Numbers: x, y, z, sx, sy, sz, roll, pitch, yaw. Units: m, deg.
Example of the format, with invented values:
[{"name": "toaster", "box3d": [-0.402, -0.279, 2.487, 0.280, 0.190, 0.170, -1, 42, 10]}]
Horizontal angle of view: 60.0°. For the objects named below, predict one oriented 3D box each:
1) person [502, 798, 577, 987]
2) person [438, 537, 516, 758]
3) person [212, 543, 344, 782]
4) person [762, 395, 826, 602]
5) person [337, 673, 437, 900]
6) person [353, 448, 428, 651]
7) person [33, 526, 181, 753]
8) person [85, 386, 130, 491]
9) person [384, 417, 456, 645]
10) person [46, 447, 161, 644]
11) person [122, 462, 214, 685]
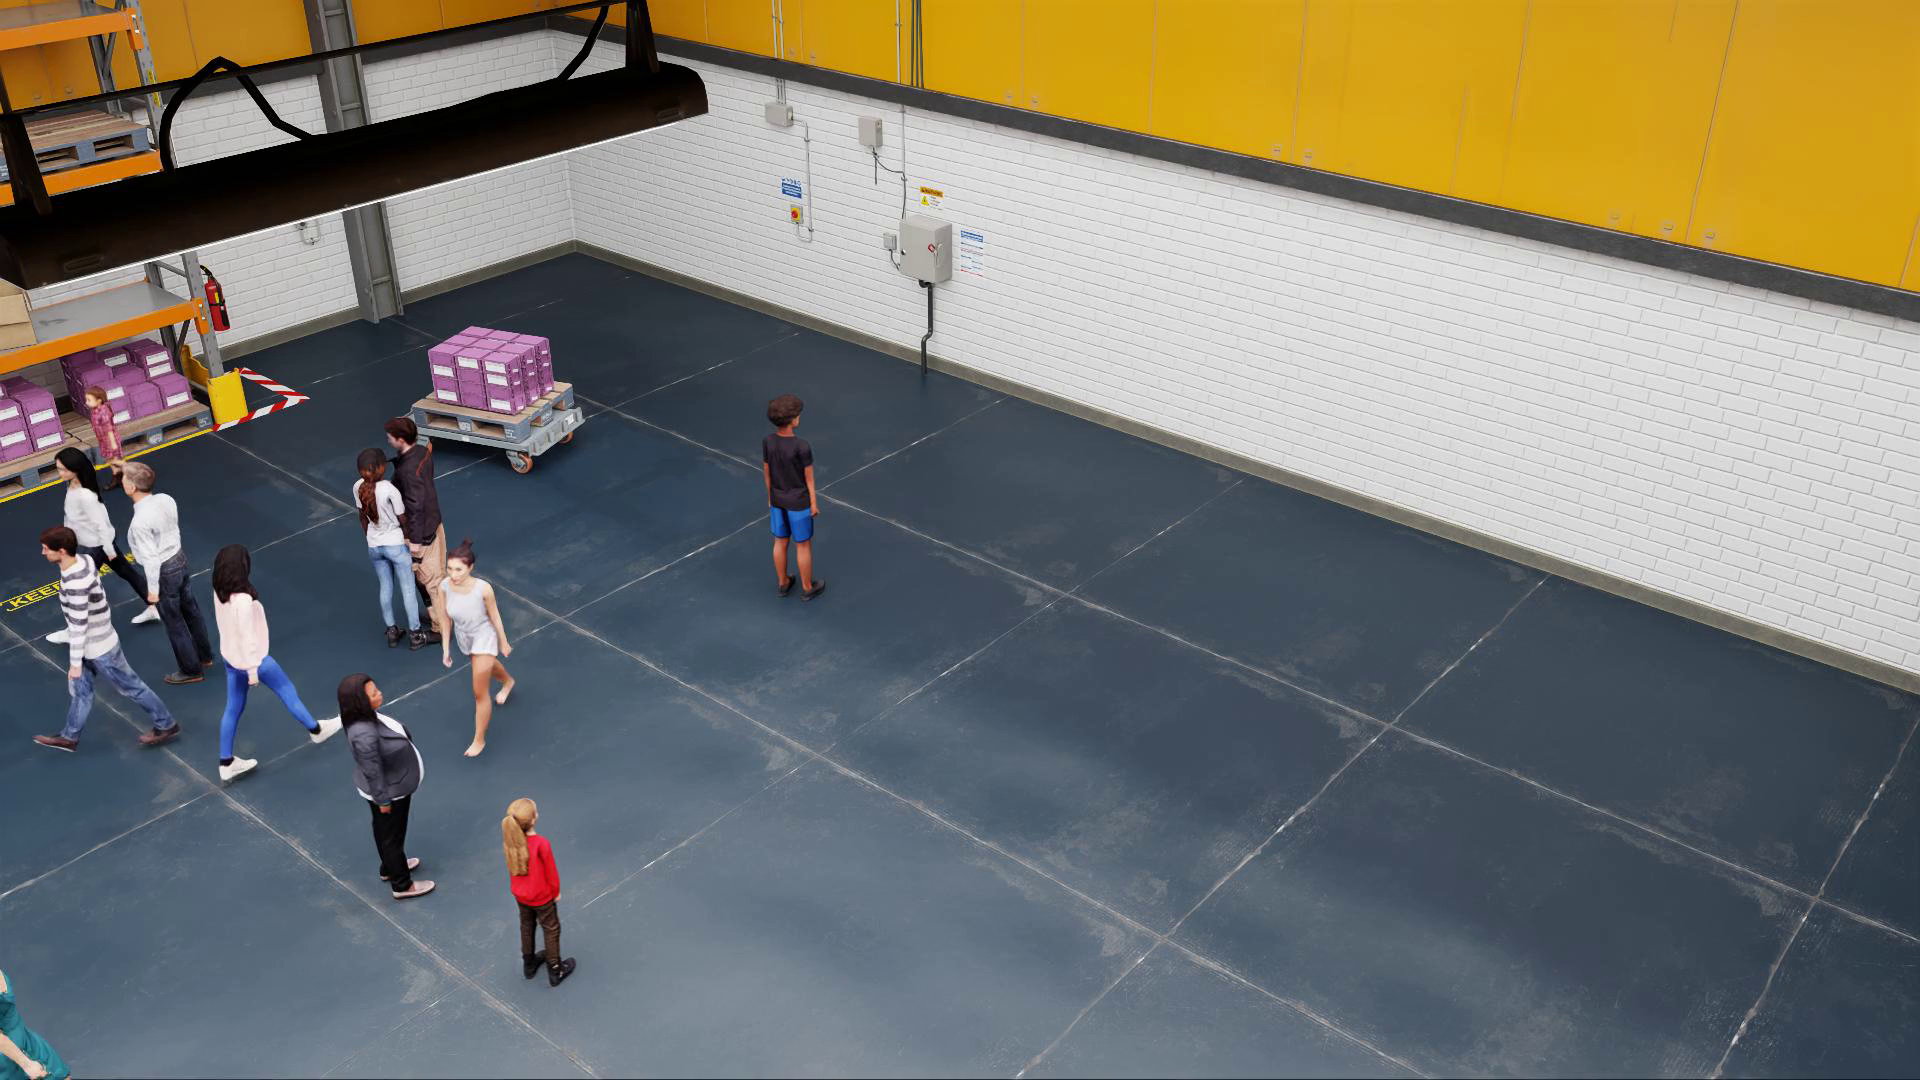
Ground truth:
[{"name": "person", "box3d": [-2.497, 2.058, 9.768, 0.528, 1.282, 0.545, 13, 31, 23]}, {"name": "person", "box3d": [-3.441, 0.682, 11.993, 0.894, 1.567, 1.208, 8, 30, 14]}, {"name": "person", "box3d": [-4.993, 0.887, 11.469, 0.684, 1.708, 1.137, 24, 37, 37]}, {"name": "person", "box3d": [-1.391, -0.337, 13.624, 0.671, 1.794, 0.659, 11, 31, 20]}, {"name": "person", "box3d": [-3.626, 1.522, 10.421, 0.770, 1.597, 0.759, -15, 32, -26]}, {"name": "person", "box3d": [-4.447, 0.061, 12.973, 0.658, 1.719, 0.653, 8, 30, 15]}, {"name": "person", "box3d": [-5.964, 0.713, 11.691, 1.266, 1.801, 0.995, -13, 31, -23]}, {"name": "person", "box3d": [-7.945, -0.965, 15.591, 0.446, 1.013, 0.552, 25, 37, 38]}, {"name": "person", "box3d": [-4.216, -0.088, 13.033, 0.845, 1.922, 0.783, -2, 29, -4]}, {"name": "person", "box3d": [-6.703, 0.012, 13.133, 1.183, 1.652, 0.883, -15, 32, -26]}, {"name": "person", "box3d": [-5.987, 0.239, 12.540, 0.796, 1.819, 0.706, 1, 29, 3]}]
